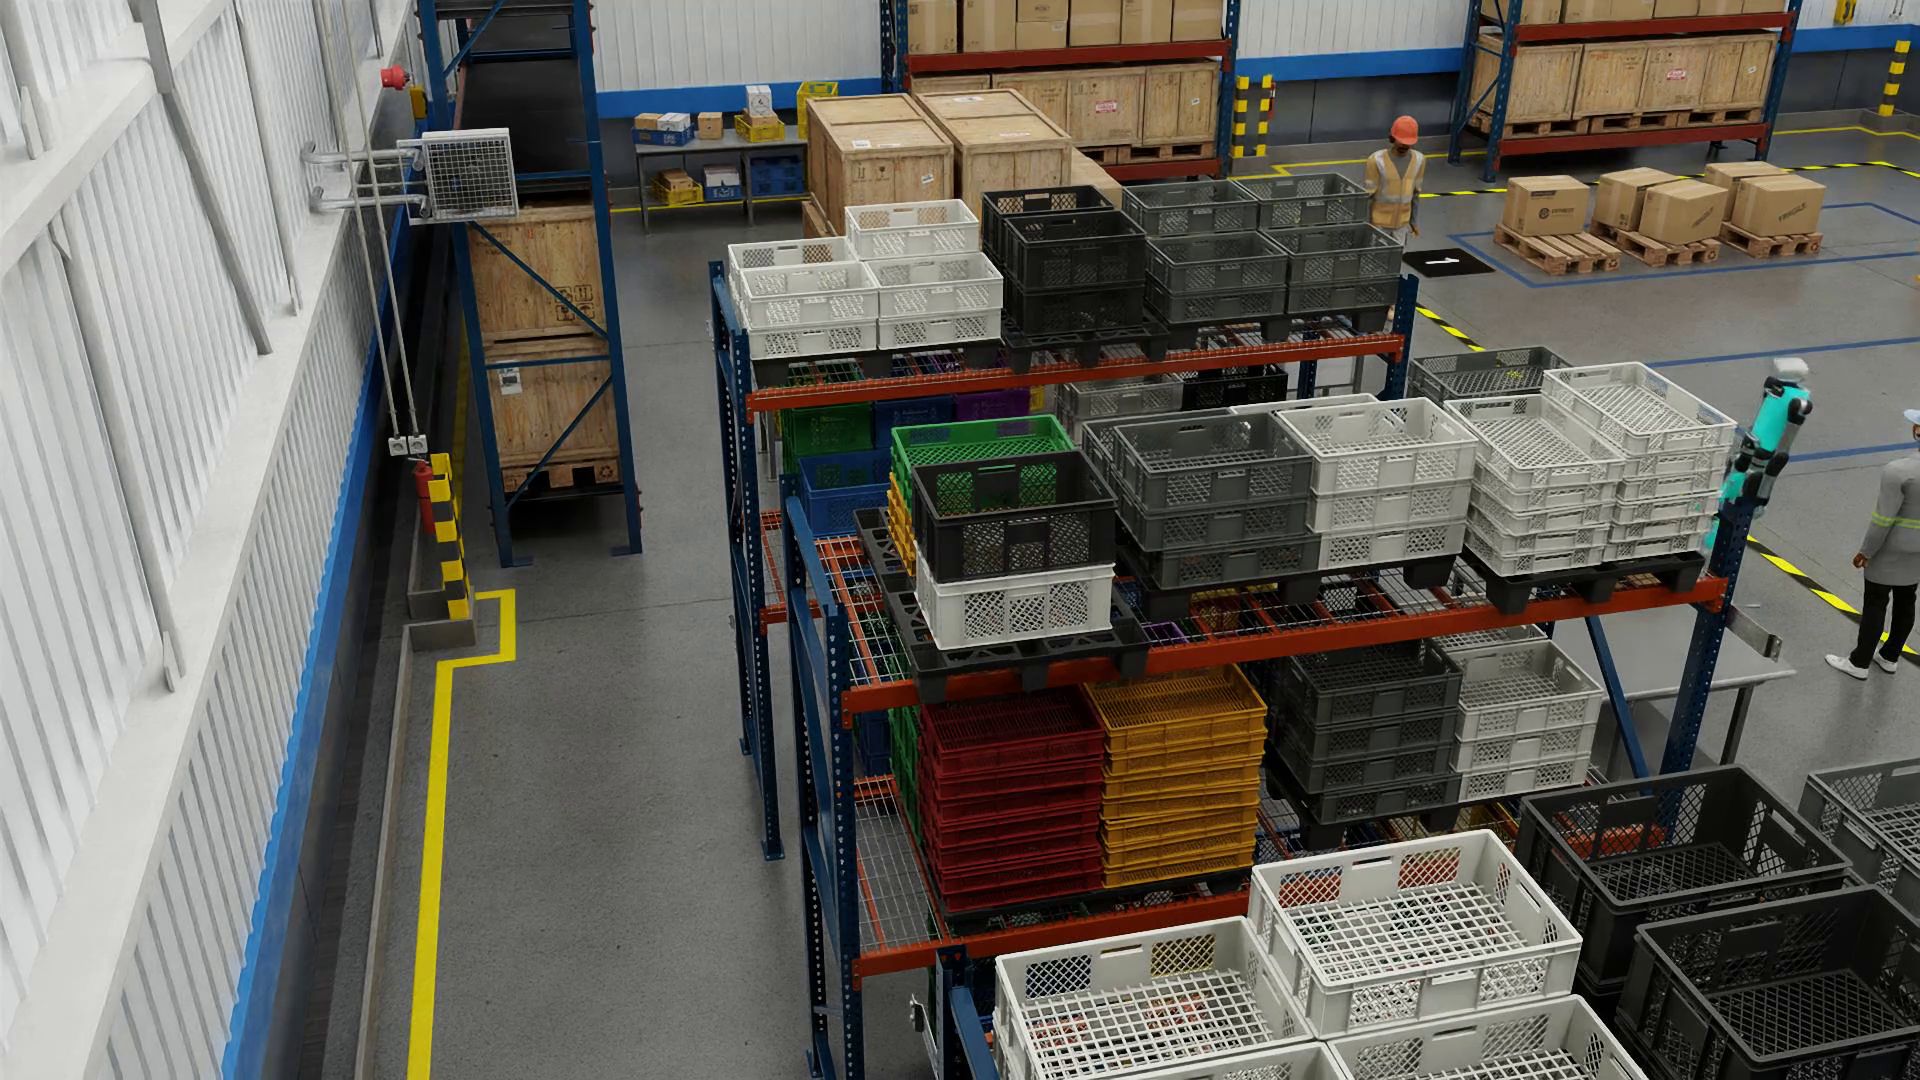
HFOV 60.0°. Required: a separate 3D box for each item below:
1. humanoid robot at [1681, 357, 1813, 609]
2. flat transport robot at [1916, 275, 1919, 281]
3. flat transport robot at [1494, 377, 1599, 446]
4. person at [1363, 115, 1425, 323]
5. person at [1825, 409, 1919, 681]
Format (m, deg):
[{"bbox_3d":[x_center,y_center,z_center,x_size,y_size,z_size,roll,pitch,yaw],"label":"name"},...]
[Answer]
[{"bbox_3d":[5.131,-0.375,11.187,0.821,1.770,0.556,2,28,3],"label":"humanoid robot"},{"bbox_3d":[10.733,-2.718,17.173,1.431,0.197,0.652,-6,28,-12],"label":"flat transport robot"},{"bbox_3d":[4.780,-1.036,14.013,0.659,0.231,1.431,-6,28,-12],"label":"flat transport robot"},{"bbox_3d":[4.137,-3.061,15.964,0.604,2.033,0.390,-6,28,-12],"label":"person"},{"bbox_3d":[5.830,0.014,10.321,0.590,1.852,0.371,-8,29,-14],"label":"person"}]
